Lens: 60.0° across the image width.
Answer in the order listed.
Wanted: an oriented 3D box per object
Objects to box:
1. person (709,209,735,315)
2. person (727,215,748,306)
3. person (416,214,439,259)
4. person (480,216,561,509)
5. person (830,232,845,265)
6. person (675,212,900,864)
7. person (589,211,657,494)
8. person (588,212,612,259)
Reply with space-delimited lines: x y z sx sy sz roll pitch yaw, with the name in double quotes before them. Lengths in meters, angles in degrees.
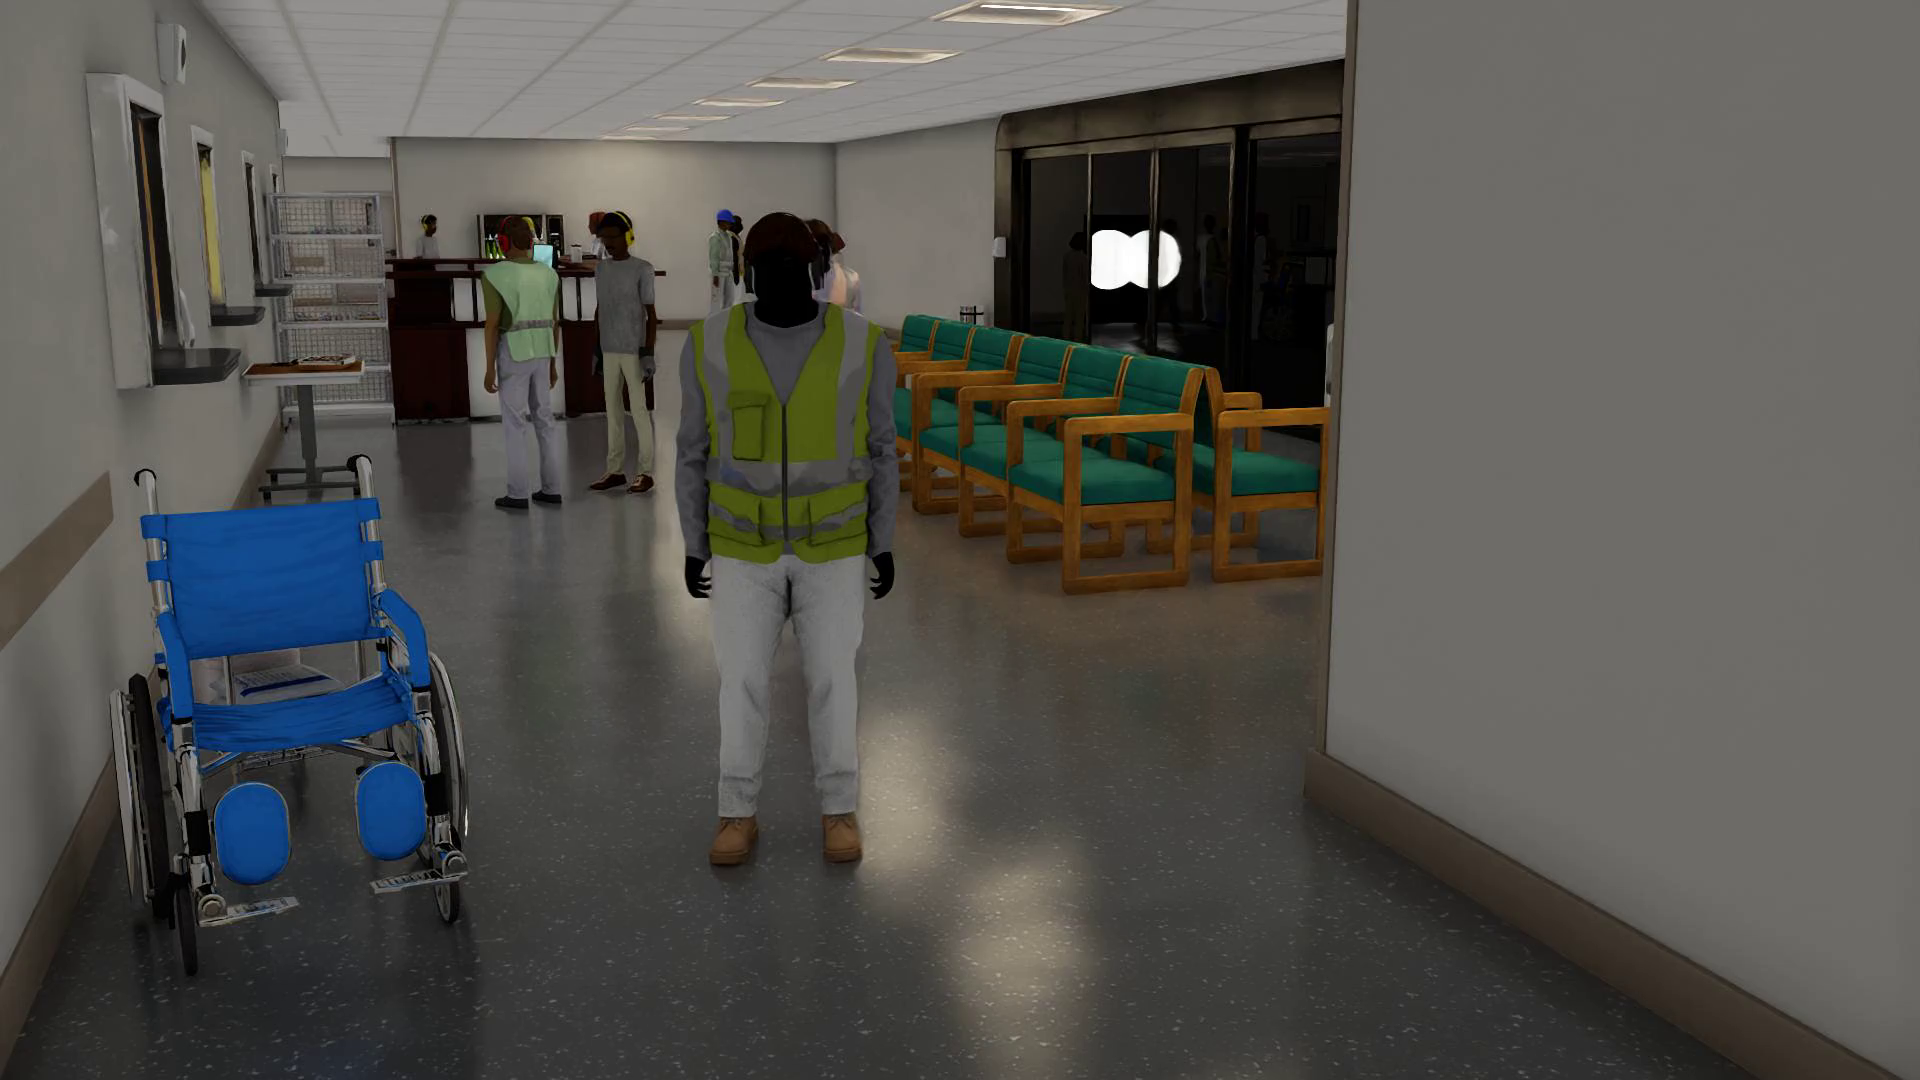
"person" -3.626 -4.078 25.461 0.426 1.937 0.626 4 12 19
"person" -3.530 -4.187 26.242 0.429 1.846 0.626 -2 11 -8
"person" -7.772 -3.843 24.467 0.384 1.849 0.526 2 11 10
"person" -2.743 -1.113 10.498 0.389 1.837 0.560 7 13 34
"person" -1.585 -3.108 21.271 0.286 1.628 0.505 1 11 3
"person" -0.483 0.012 4.696 0.629 1.842 0.429 -1 11 -3
"person" -2.244 -1.237 11.052 0.515 1.865 0.329 5 12 26
"person" -4.425 -3.111 20.608 0.340 1.881 0.586 -7 13 -33
